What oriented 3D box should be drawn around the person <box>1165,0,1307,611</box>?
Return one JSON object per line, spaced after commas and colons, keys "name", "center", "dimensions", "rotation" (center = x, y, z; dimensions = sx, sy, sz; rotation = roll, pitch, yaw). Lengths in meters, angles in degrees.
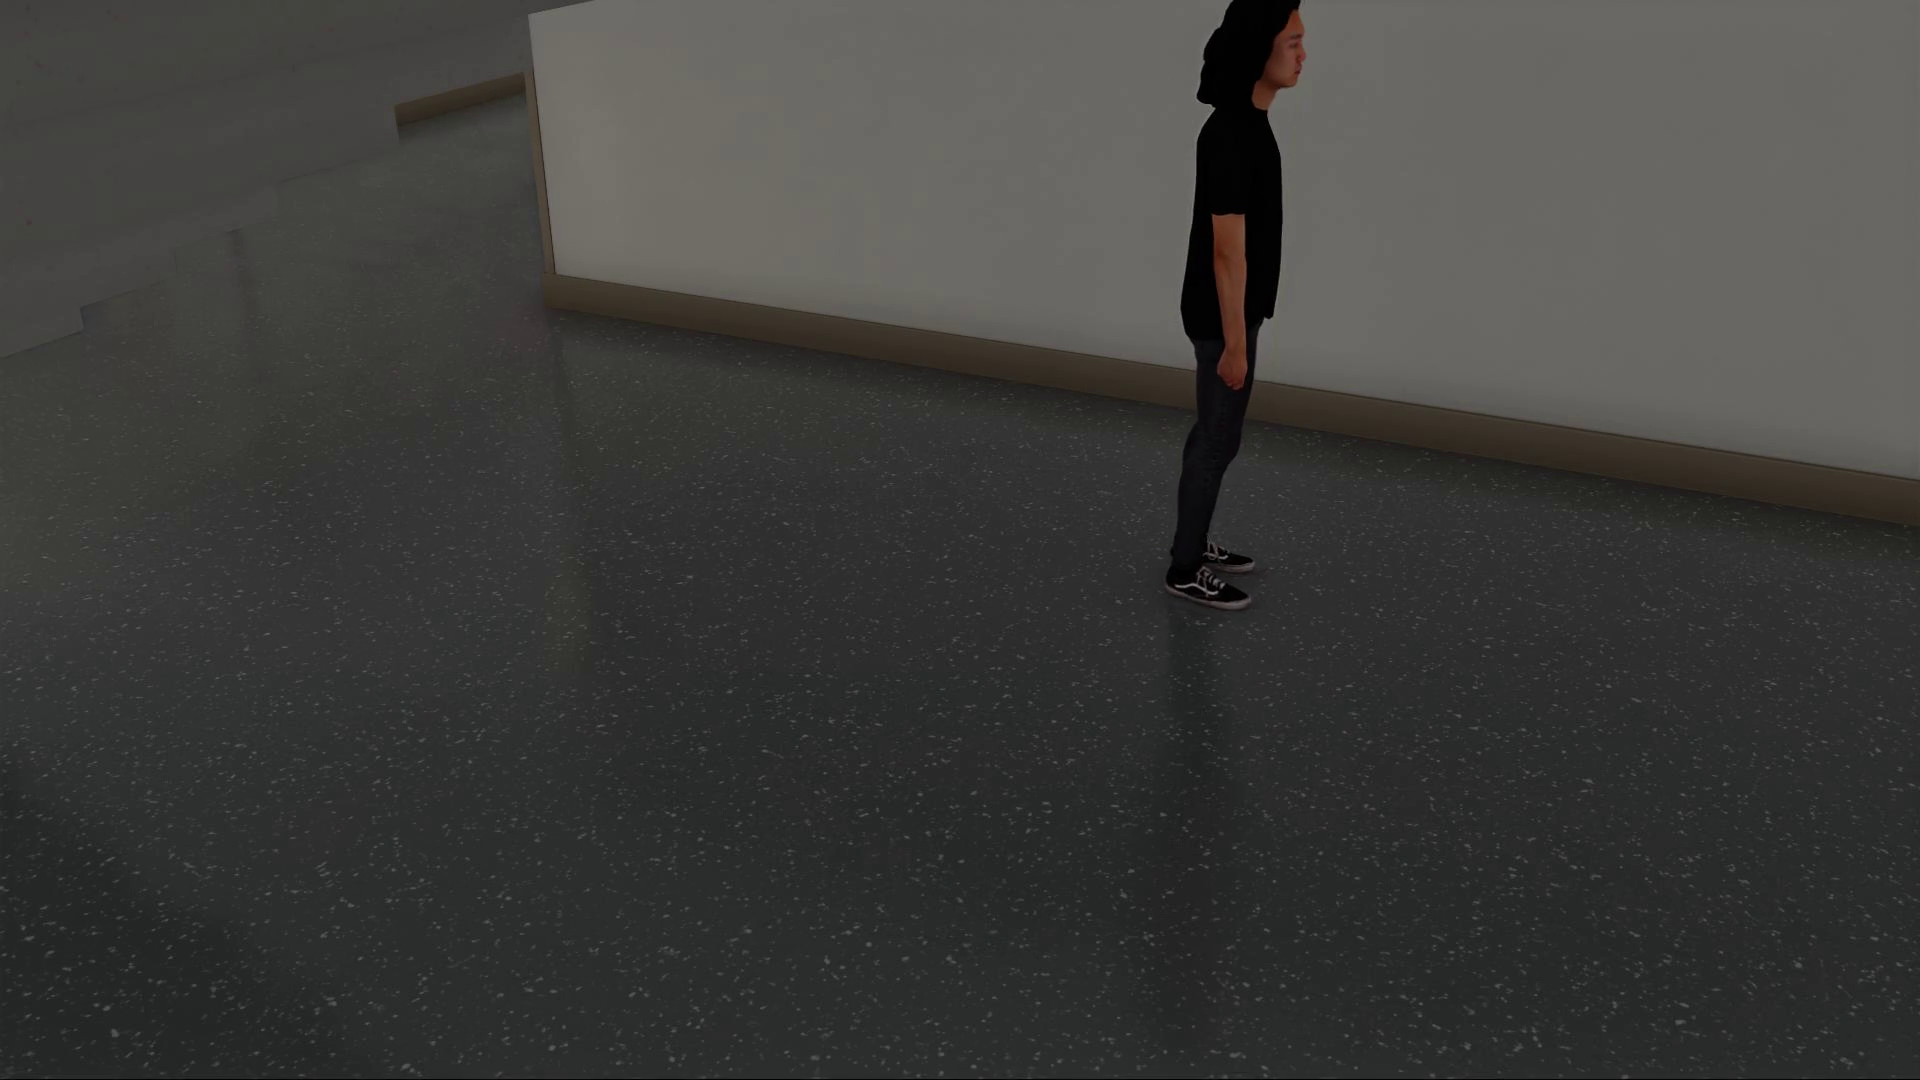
{"name": "person", "center": [0.781, -0.691, 4.897], "dimensions": [0.597, 1.828, 0.671], "rotation": [5, 26, 11]}
